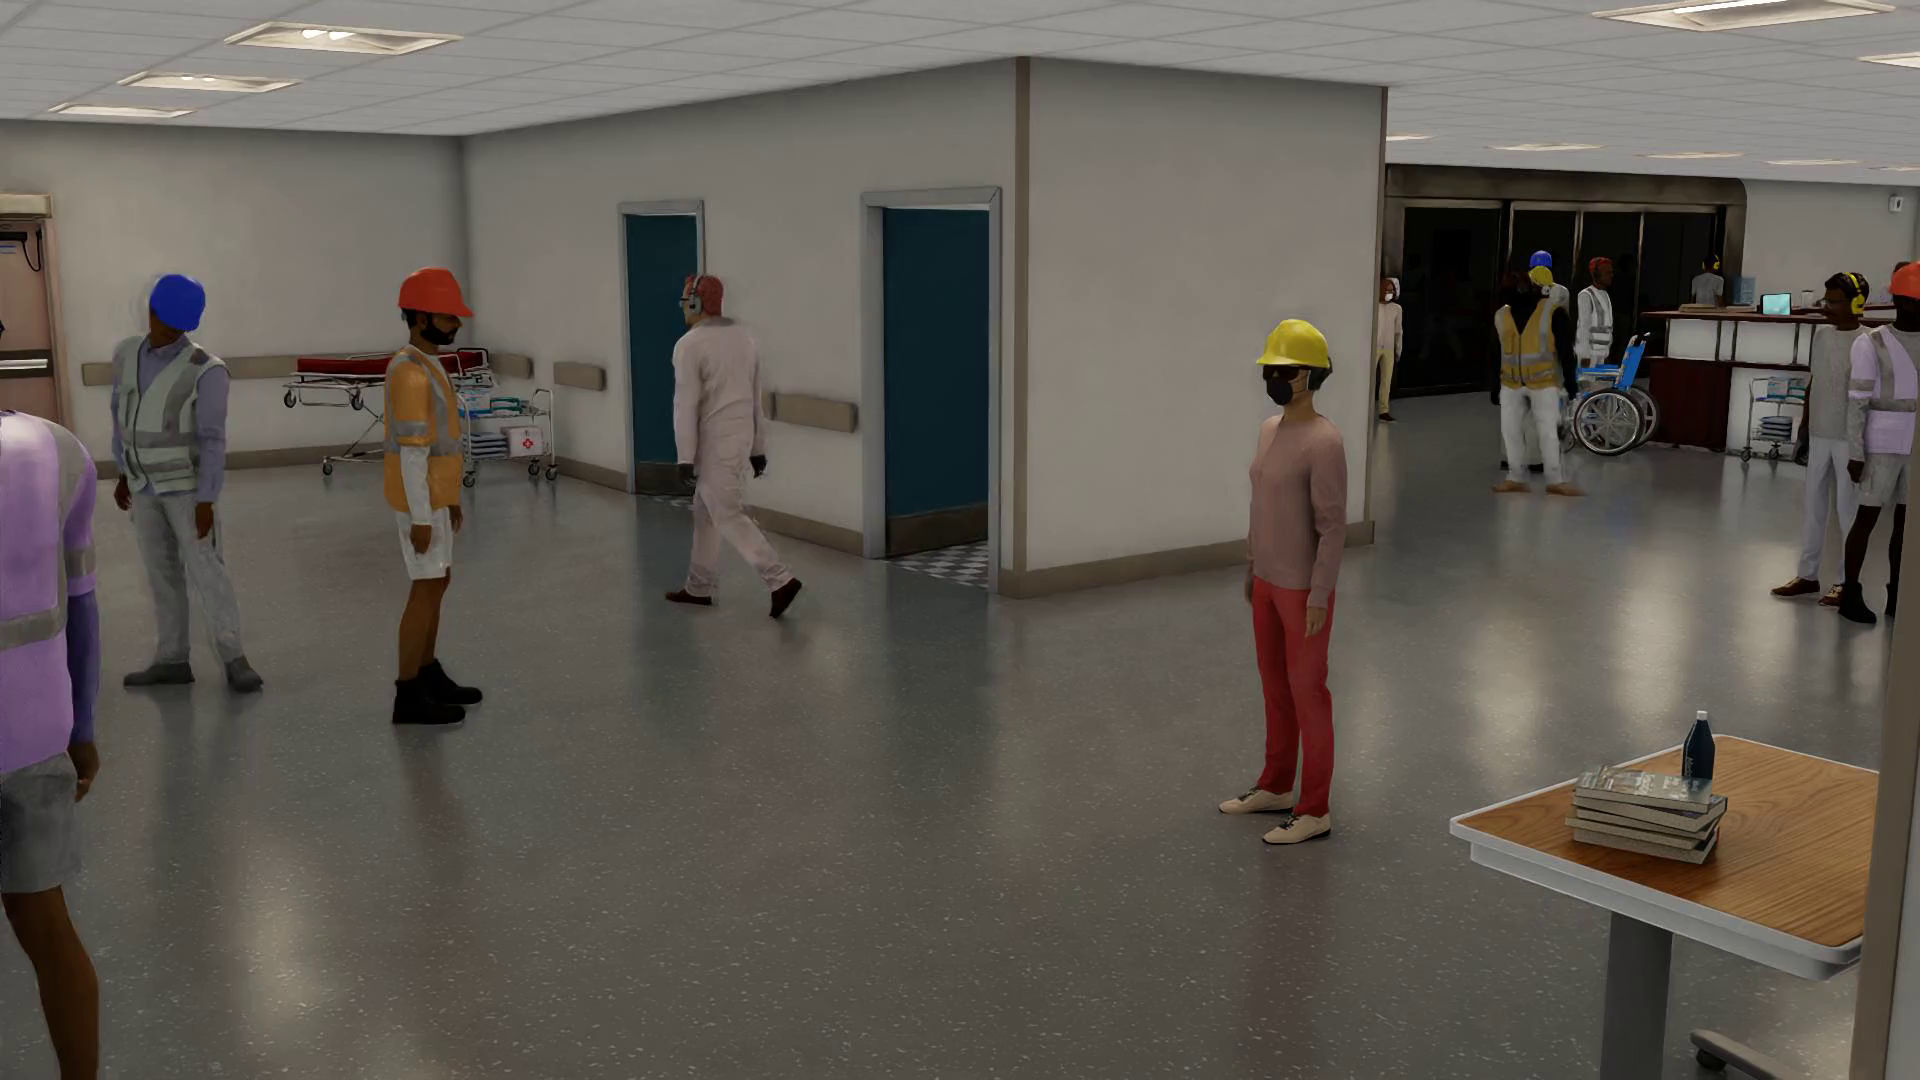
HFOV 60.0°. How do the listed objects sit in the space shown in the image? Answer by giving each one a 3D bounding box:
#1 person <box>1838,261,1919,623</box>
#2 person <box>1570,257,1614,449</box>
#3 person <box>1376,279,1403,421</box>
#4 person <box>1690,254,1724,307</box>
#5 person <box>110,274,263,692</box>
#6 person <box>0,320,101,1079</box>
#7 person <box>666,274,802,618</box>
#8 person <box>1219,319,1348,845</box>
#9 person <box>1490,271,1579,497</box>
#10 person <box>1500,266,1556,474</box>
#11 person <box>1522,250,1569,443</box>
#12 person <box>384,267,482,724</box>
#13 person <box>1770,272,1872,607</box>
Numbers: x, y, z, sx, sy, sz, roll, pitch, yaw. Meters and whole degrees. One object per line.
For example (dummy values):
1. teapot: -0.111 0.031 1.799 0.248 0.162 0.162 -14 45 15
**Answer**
1. person: 4.984 -0.502 8.830 0.539 1.929 0.384 -1 10 -4
2. person: 6.263 -1.841 16.435 0.354 1.883 0.573 8 13 39
3. person: 4.793 -2.152 18.914 0.504 1.627 0.285 -2 10 -13
4. person: 11.002 -3.266 24.480 0.325 1.864 0.513 -8 13 -37
5. person: -3.529 -0.237 7.456 0.692 1.895 0.384 4 11 23
6. person: -2.048 0.412 3.423 0.408 2.031 0.611 3 11 17
7. person: -1.250 -0.509 9.051 0.944 1.870 0.655 5 11 27
8. person: 1.113 0.141 5.655 0.296 1.772 0.533 -3 11 -16
9. person: 4.618 -1.239 13.328 0.774 1.807 0.434 8 13 38
10. person: 5.047 -1.496 14.688 0.404 1.824 0.594 -6 12 -32
11. person: 5.877 -1.963 16.936 0.615 1.945 0.404 -1 10 -7
12. person: -2.228 -0.181 7.033 0.408 1.924 0.543 -2 10 -11
13. person: 4.902 -0.559 9.316 0.328 1.865 0.517 -4 11 -22
